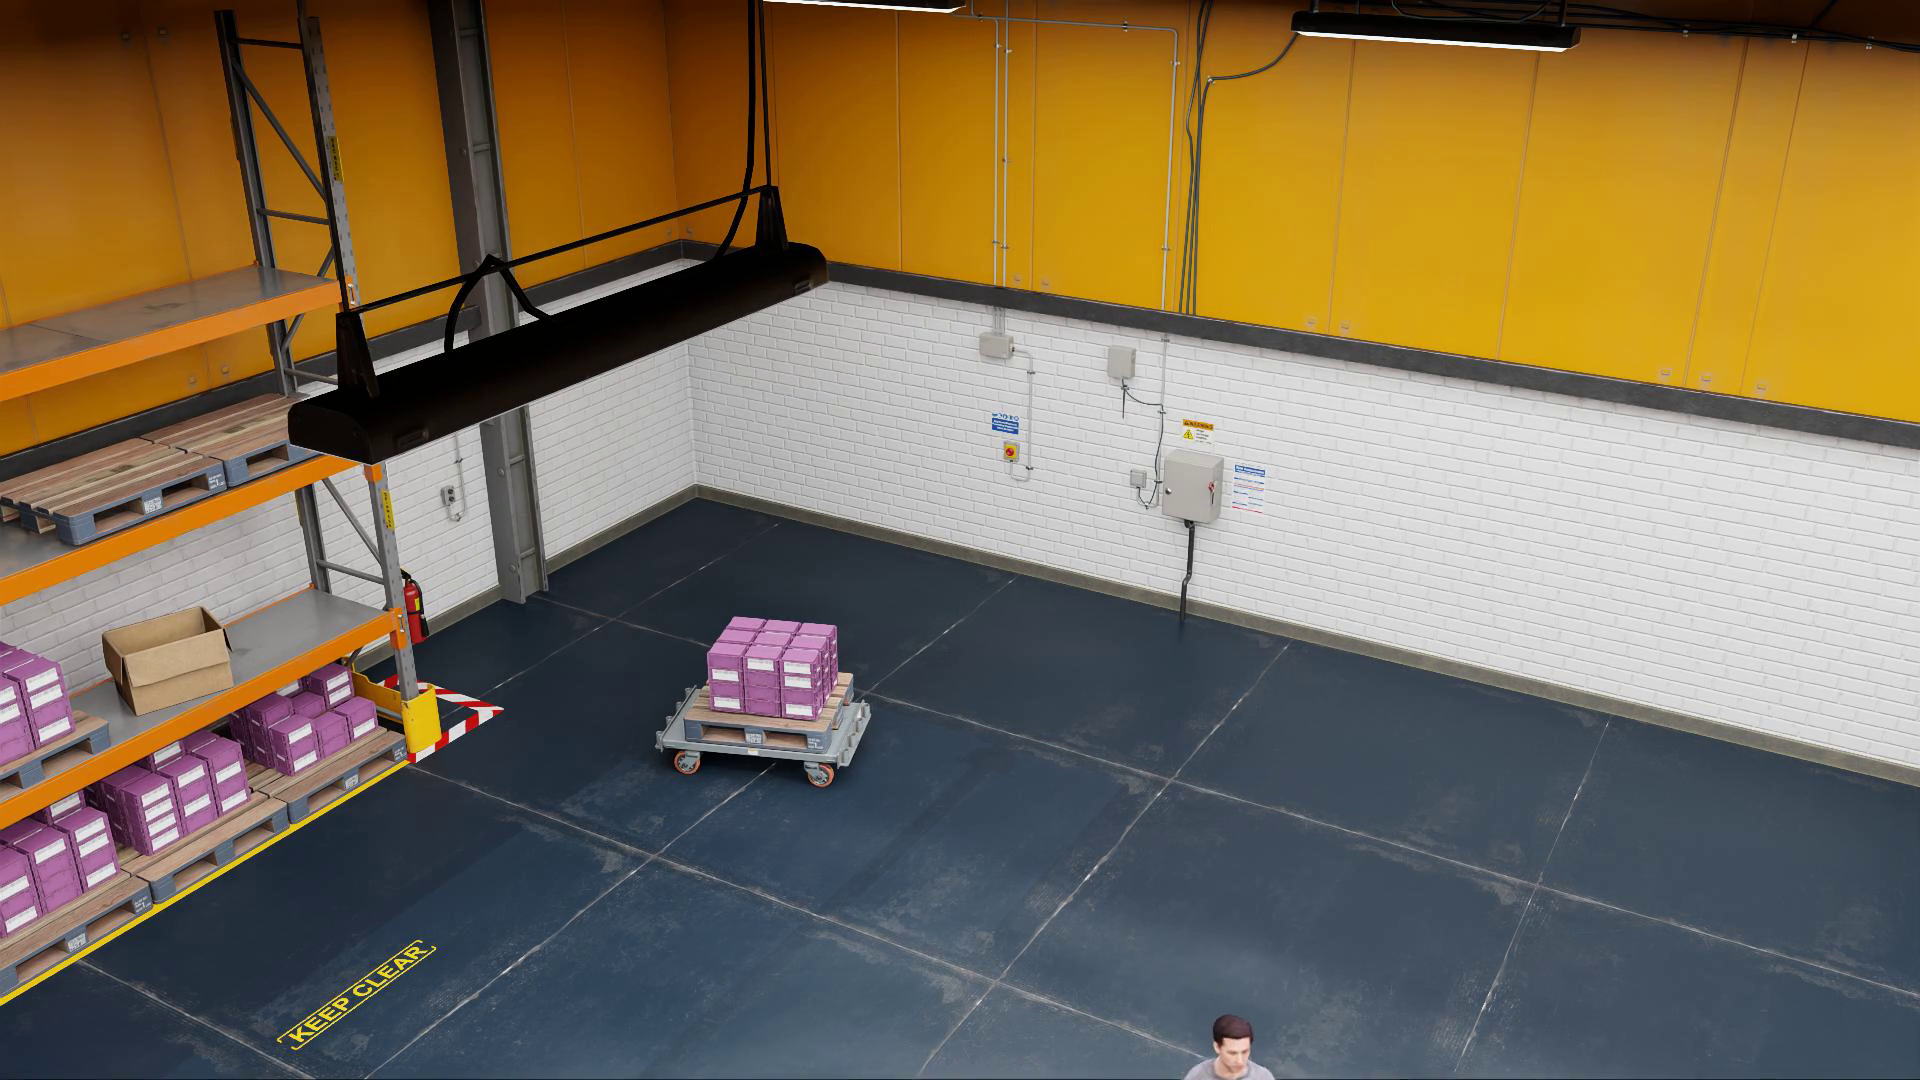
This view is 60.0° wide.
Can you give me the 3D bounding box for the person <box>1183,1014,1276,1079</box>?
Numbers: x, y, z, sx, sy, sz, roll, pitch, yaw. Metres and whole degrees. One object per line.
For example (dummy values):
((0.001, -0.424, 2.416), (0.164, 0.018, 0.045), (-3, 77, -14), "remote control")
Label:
((1.362, 3.183, 8.717), (0.832, 1.857, 0.903), (1, 24, 2), "person")
